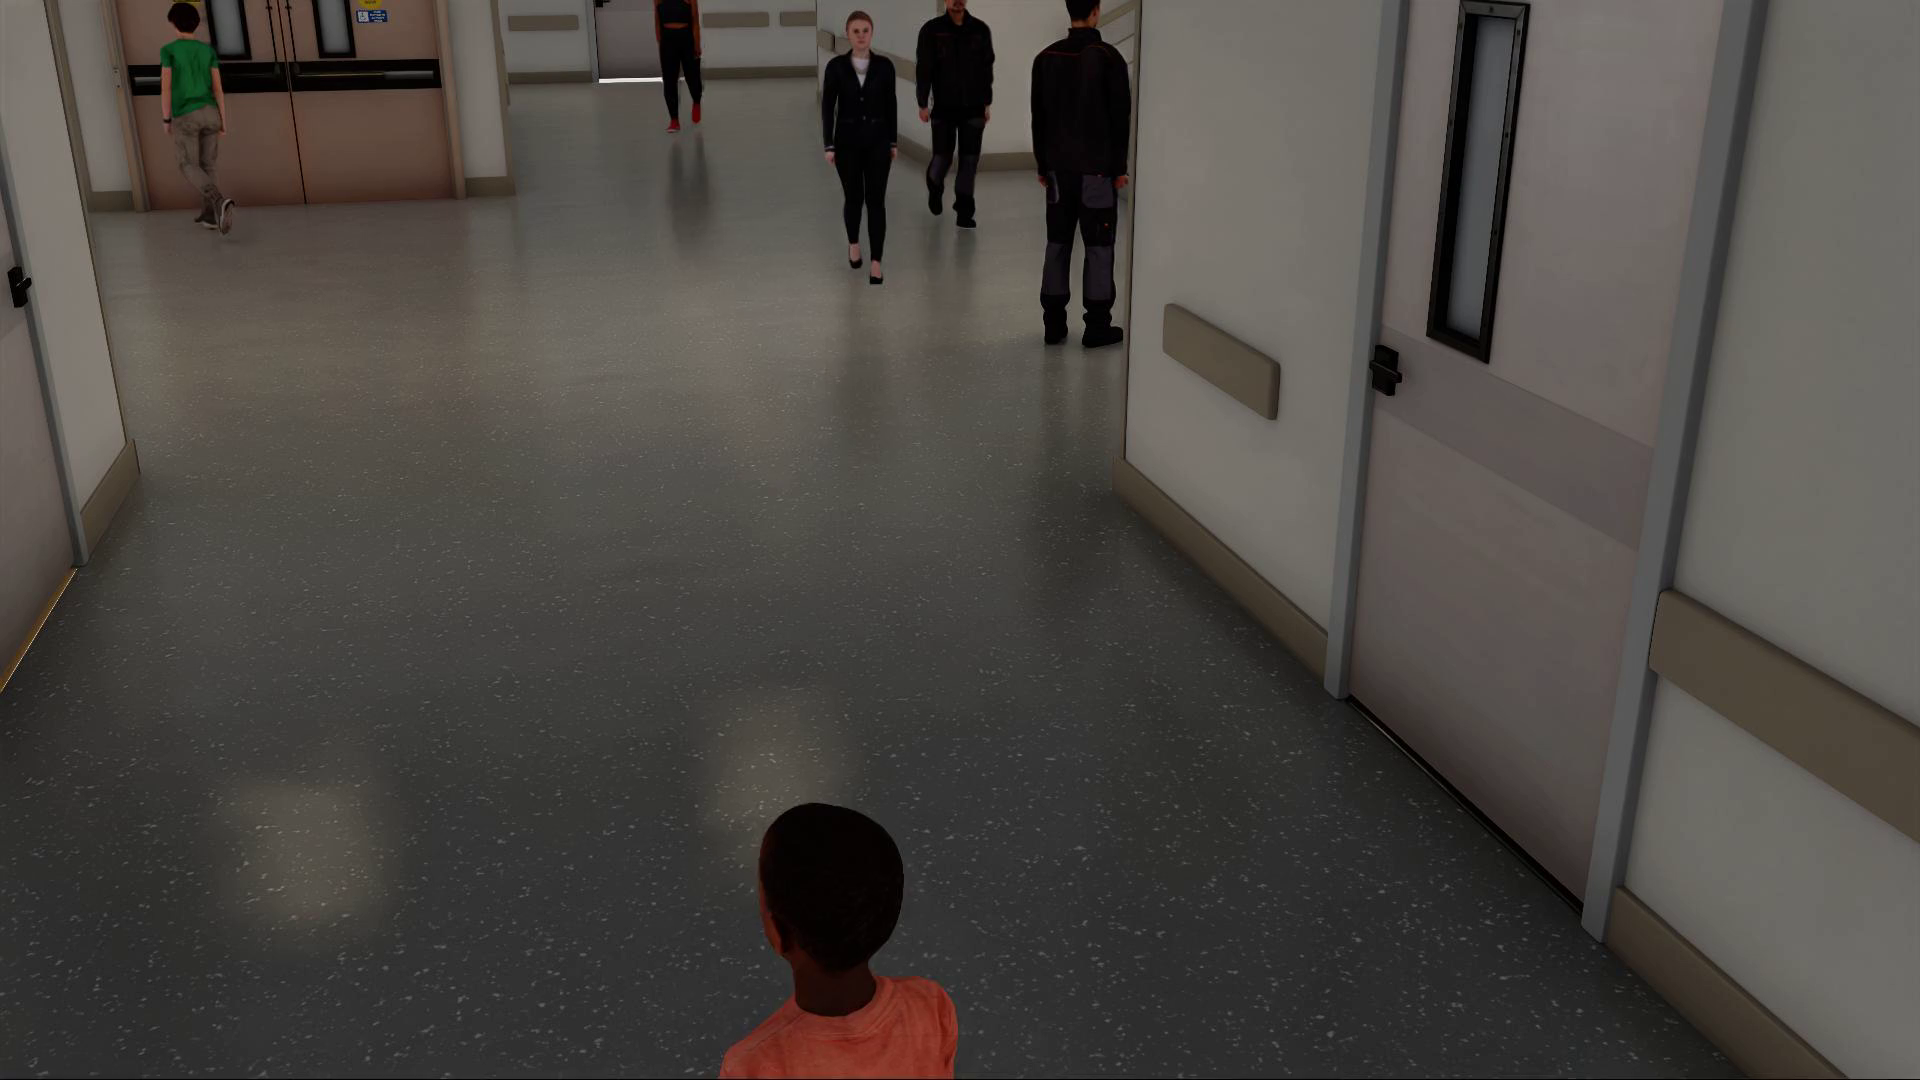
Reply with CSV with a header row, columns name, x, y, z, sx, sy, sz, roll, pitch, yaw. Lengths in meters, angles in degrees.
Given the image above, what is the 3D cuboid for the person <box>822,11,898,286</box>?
name,x,y,z,sx,sy,sz,roll,pitch,yaw
person,-0.639,-2.465,10.567,1.050,1.642,0.793,-3,21,-7

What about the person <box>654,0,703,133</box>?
name,x,y,z,sx,sy,sz,roll,pitch,yaw
person,-2.994,-5.323,17.903,1.140,1.791,0.939,1,21,2

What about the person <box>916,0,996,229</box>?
name,x,y,z,sx,sy,sz,roll,pitch,yaw
person,-0.038,-3.288,12.447,0.778,1.849,0.805,-5,21,-14

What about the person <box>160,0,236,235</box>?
name,x,y,z,sx,sy,sz,roll,pitch,yaw
person,-5.540,-3.047,12.112,0.983,1.635,1.022,18,27,39

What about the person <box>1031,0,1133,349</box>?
name,x,y,z,sx,sy,sz,roll,pitch,yaw
person,0.648,-2.031,8.992,0.765,1.946,0.843,10,23,25

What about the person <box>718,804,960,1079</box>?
name,x,y,z,sx,sy,sz,roll,pitch,yaw
person,-0.109,0.951,2.036,0.793,1.296,0.678,-11,24,-28
